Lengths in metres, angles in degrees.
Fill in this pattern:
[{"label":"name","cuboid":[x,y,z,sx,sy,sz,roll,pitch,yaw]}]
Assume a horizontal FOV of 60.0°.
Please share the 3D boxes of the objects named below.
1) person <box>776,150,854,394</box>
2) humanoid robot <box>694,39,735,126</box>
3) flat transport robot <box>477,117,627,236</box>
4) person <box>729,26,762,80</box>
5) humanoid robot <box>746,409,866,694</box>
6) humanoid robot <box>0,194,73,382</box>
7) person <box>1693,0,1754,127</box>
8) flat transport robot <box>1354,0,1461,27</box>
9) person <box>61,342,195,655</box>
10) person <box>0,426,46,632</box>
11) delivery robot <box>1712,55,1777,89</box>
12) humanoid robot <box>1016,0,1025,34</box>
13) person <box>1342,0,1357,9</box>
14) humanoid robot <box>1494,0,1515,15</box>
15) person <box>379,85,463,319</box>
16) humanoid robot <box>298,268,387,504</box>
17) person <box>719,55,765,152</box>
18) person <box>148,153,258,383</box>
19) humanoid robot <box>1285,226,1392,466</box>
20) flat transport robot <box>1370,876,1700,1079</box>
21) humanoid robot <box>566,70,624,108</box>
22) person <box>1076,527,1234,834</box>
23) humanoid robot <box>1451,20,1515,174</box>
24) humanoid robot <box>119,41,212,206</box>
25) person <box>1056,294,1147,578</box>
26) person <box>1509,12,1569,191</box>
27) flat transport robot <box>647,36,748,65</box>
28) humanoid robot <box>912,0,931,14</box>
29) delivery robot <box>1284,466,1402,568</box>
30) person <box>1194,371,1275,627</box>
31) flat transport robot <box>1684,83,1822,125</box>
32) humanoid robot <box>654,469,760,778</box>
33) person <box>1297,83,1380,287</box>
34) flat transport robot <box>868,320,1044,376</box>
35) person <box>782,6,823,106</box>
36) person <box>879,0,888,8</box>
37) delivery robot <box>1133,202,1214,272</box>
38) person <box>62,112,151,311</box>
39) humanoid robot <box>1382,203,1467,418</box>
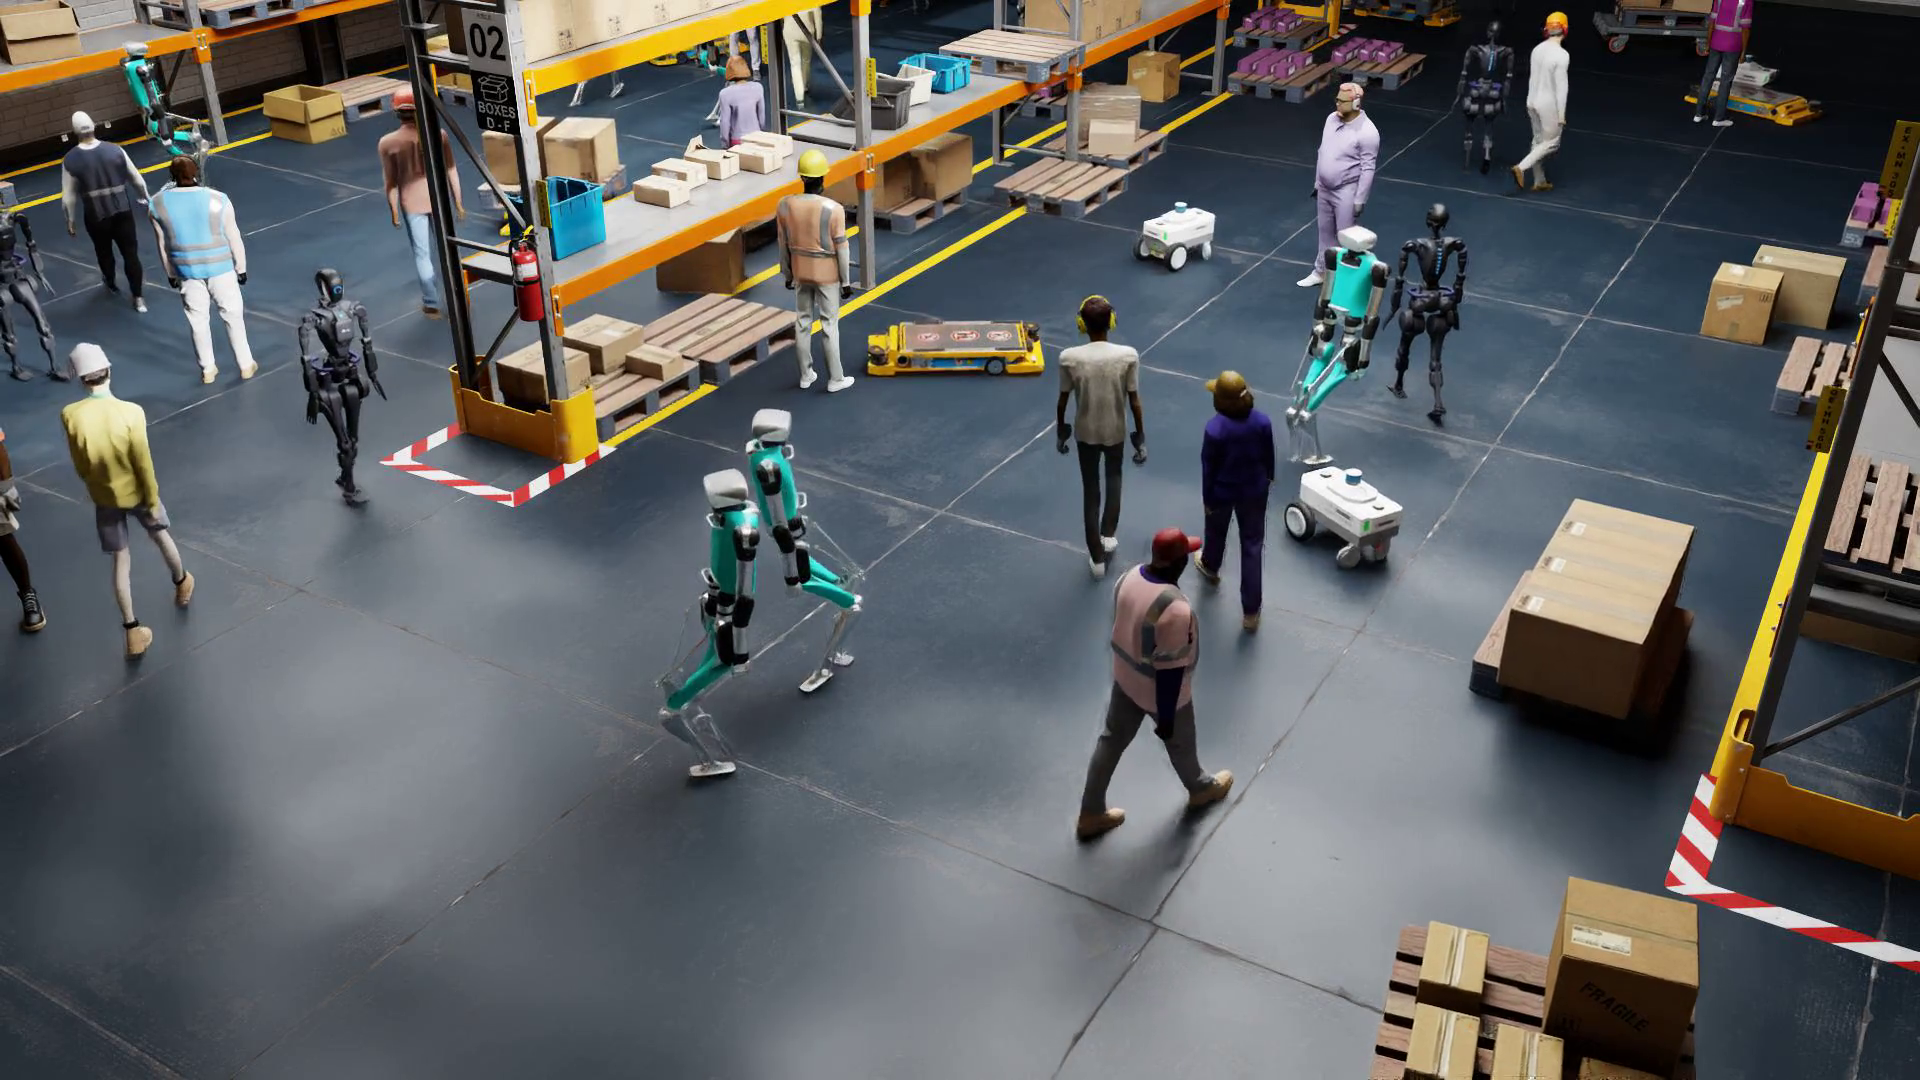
[{"label":"person","cuboid":[-1.116,-2.071,12.921,0.585,1.928,0.366,11,31,18]},{"label":"humanoid robot","cuboid":[-2.809,-5.718,19.428,0.735,1.677,0.533,-16,33,-27]},{"label":"flat transport robot","cuboid":[-4.106,-3.387,16.934,0.659,0.231,1.431,4,30,7]},{"label":"person","cuboid":[-2.838,-6.943,21.532,0.487,1.942,0.436,2,30,4]},{"label":"humanoid robot","cuboid":[-0.766,0.069,9.320,0.784,1.772,0.610,-3,30,-6]},{"label":"humanoid robot","cuboid":[-7.443,-2.010,13.066,0.595,1.643,0.590,16,33,26]},{"label":"person","cuboid":[9.061,-5.829,19.648,0.327,1.846,0.529,-20,35,-31]},{"label":"flat transport robot","cuboid":[6.730,-7.937,24.983,1.431,0.231,0.659,21,36,32]},{"label":"person","cuboid":[-4.965,-0.274,9.840,0.472,1.839,0.925,-8,31,-14]},{"label":"person","cuboid":[-5.861,-0.294,9.755,0.602,1.956,0.386,-14,32,-24]},{"label":"delivery robot","cuboid":[9.812,-5.784,20.902,0.811,0.613,0.499,25,38,37]},{"label":"humanoid robot","cuboid":[1.012,-6.269,20.649,0.560,1.897,0.733,10,31,16]},{"label":"person","cuboid":[5.926,-9.040,25.432,0.335,1.742,0.561,-23,37,-35]},{"label":"humanoid robot","cuboid":[8.344,-8.816,25.118,0.598,1.659,0.381,4,30,8]},{"label":"person","cuboid":[-4.620,-2.908,14.361,0.630,1.997,0.453,-16,33,-25]},{"label":"humanoid robot","cuboid":[-4.230,-1.061,11.401,0.513,1.646,0.589,19,35,30]},{"label":"person","cuboid":[-2.174,-4.034,16.701,0.503,1.628,0.278,-18,34,-29]},{"label":"person","cuboid":[-5.954,-2.138,13.134,0.623,1.839,0.430,-9,31,-15]},{"label":"humanoid robot","cuboid":[2.555,-1.264,11.719,0.754,1.823,0.537,-21,36,-32]},{"label":"flat transport robot","cuboid":[2.296,2.345,6.792,0.659,0.231,1.431,10,31,18]},{"label":"humanoid robot","cuboid":[-4.556,-6.294,20.629,0.532,1.775,0.997,19,35,30]},{"label":"person","cuboid":[0.981,0.689,8.268,0.934,1.700,0.619,-16,33,-26]},{"label":"humanoid robot","cuboid":[5.629,-4.749,17.923,0.586,1.645,0.479,3,30,5]},{"label":"humanoid robot","cuboid":[-8.030,-4.219,16.928,1.042,1.734,0.556,-26,38,-37]},{"label":"person","cuboid":[0.891,-0.671,10.525,0.572,1.841,0.585,1,30,2]},{"label":"person","cuboid":[6.057,-4.525,17.345,0.634,1.857,0.585,-11,31,-19]},{"label":"flat transport robot","cuboid":[-3.716,-6.790,22.953,1.431,0.231,0.659,-21,36,-33]},{"label":"humanoid robot","cuboid":[-0.655,-8.834,25.139,0.609,1.655,0.433,0,29,-1]},{"label":"delivery robot","cuboid":[2.537,-0.189,11.004,0.525,0.614,0.785,-15,33,-25]},{"label":"person","cuboid":[1.701,-0.302,10.142,0.529,1.565,0.857,-3,30,-5]},{"label":"flat transport robot","cuboid":[9.760,-5.388,20.473,0.659,0.231,1.431,-20,35,-31]},{"label":"humanoid robot","cuboid":[-1.357,0.523,8.558,0.728,1.822,0.540,-10,31,-18]},{"label":"person","cuboid":[3.355,-3.097,14.756,0.406,1.910,0.636,-16,33,-25]},{"label":"flat transport robot","cuboid":[-0.042,-1.582,13.740,1.431,0.231,0.659,-1,29,-2]},{"label":"person","cuboid":[-1.998,-6.298,20.621,0.574,1.706,0.882,-5,30,-8]},{"label":"person","cuboid":[-1.306,-8.933,25.104,0.626,1.889,1.004,7,30,12]},{"label":"delivery robot","cuboid":[2.054,-2.885,15.763,0.775,0.603,0.514,-22,36,-33]},{"label":"person","cuboid":[-7.504,-2.928,14.655,0.735,1.710,0.920,-17,33,-27]},{"label":"humanoid robot","cuboid":[3.560,-1.750,12.662,0.593,1.637,0.783,-3,30,-6]}]
